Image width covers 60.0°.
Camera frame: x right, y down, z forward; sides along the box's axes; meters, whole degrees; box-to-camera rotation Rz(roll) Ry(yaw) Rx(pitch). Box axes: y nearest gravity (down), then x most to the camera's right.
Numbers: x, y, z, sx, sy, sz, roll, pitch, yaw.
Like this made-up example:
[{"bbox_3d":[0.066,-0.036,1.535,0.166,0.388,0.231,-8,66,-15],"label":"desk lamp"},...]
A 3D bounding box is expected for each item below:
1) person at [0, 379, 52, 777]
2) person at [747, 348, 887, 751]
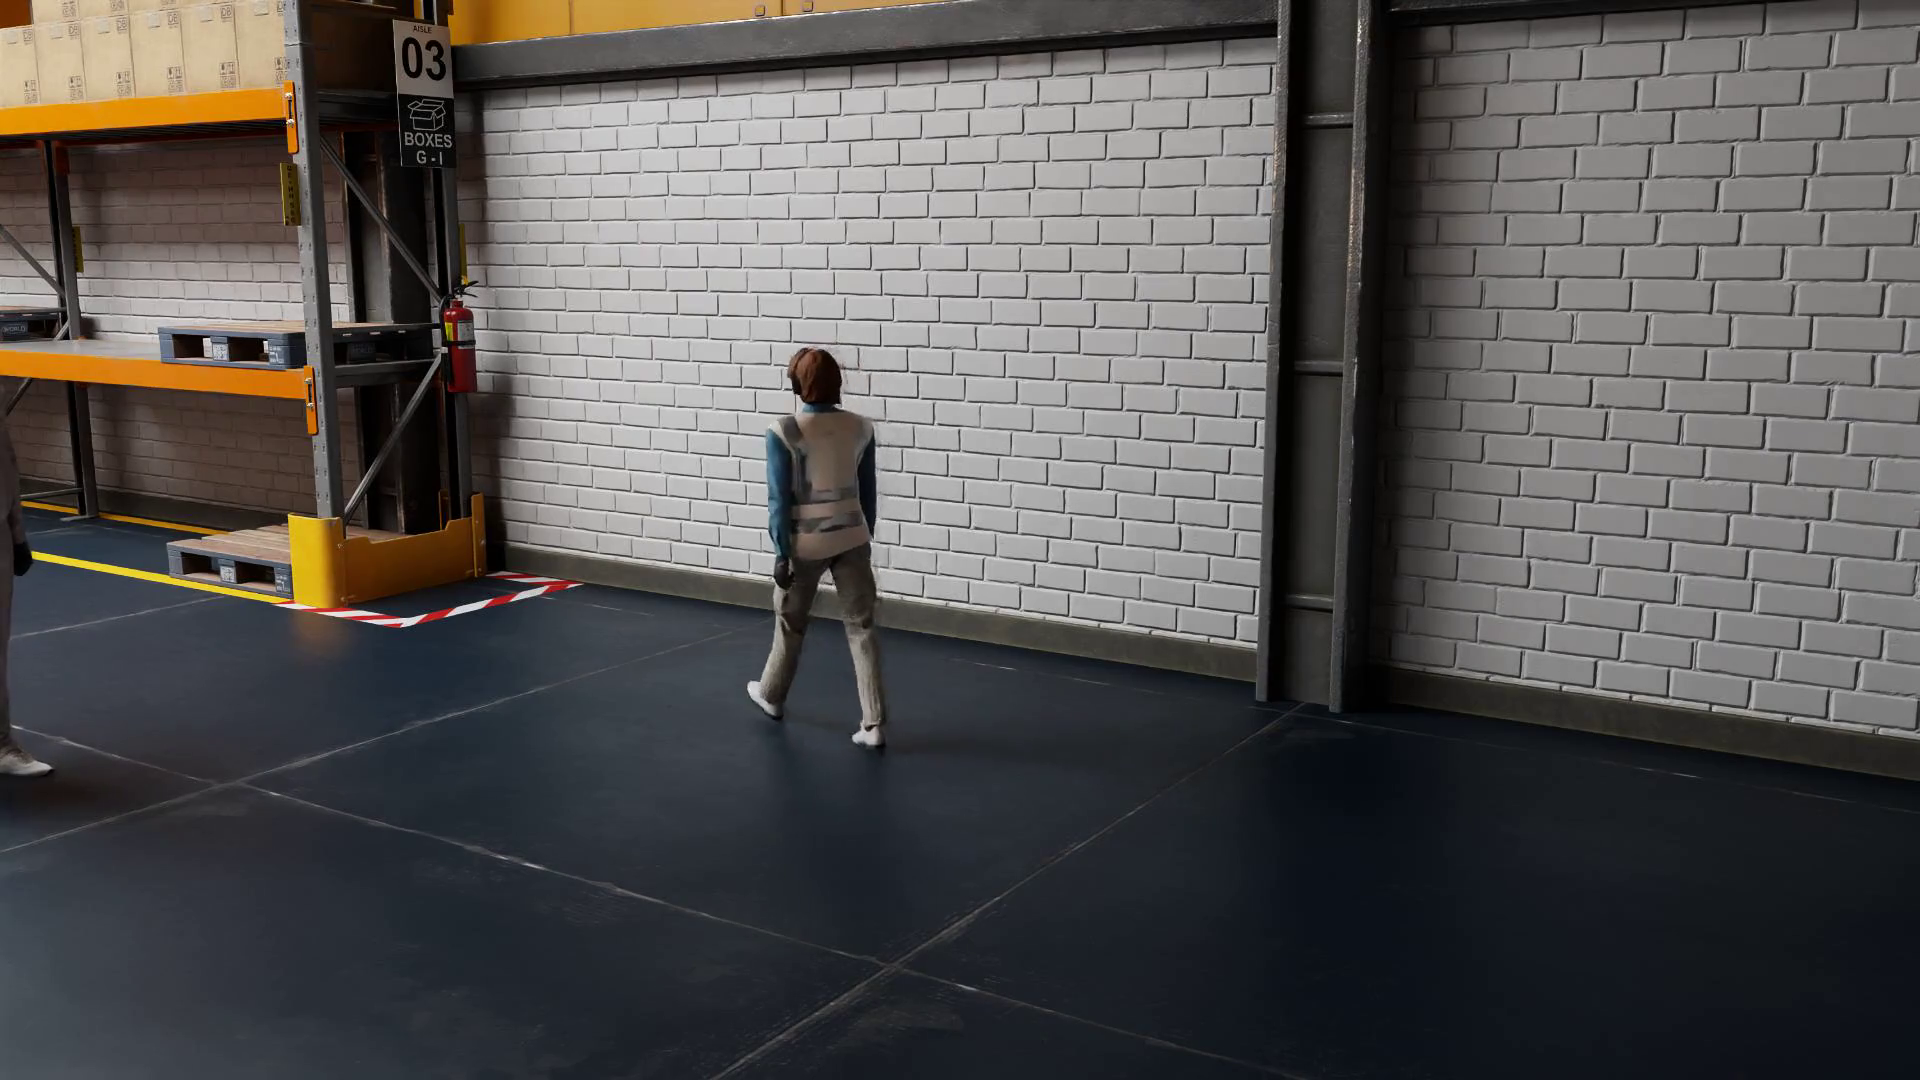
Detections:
[{"bbox_3d":[-3.617,0.007,6.004,0.396,1.900,0.648,2,10,10],"label":"person"},{"bbox_3d":[-0.561,0.024,6.749,0.537,1.589,0.884,-6,12,-31],"label":"person"}]
